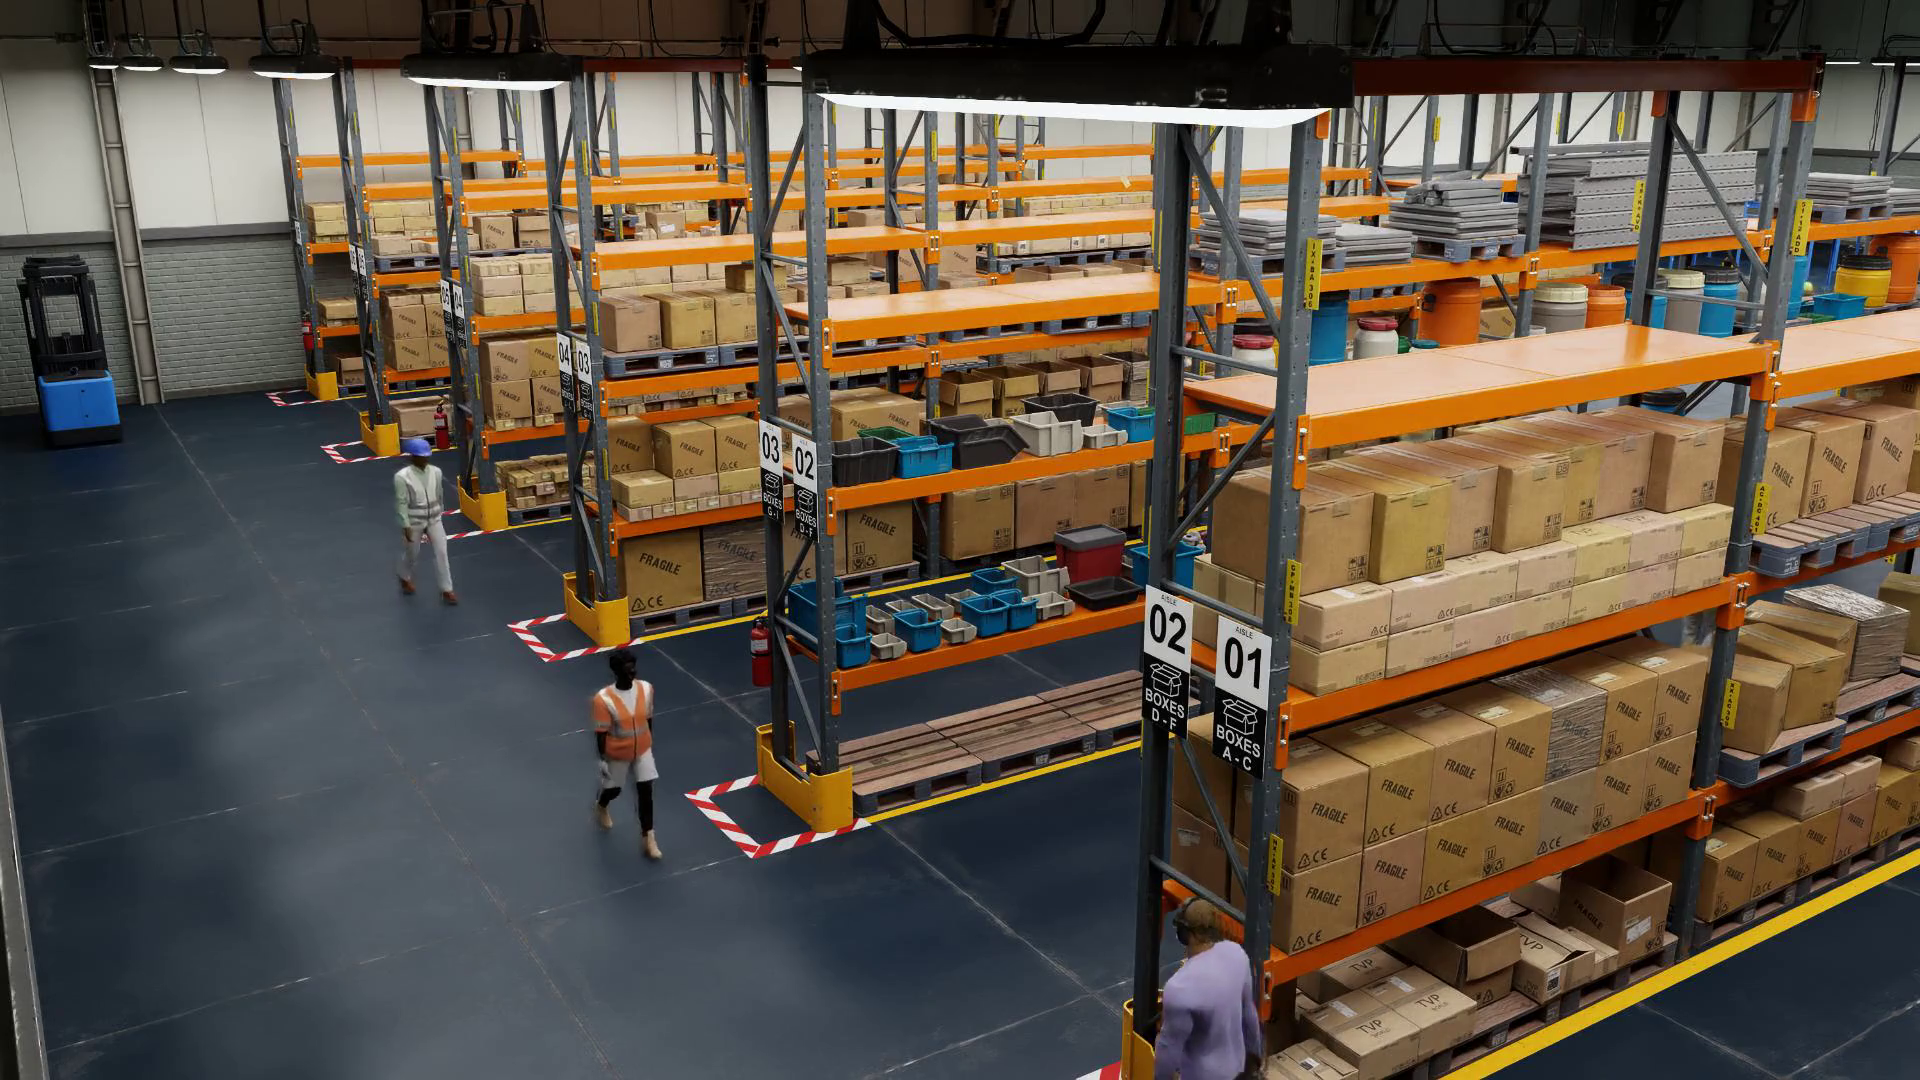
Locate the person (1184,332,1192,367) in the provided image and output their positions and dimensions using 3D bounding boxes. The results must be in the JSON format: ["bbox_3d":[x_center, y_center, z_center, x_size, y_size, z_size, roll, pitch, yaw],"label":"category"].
[{"bbox_3d":[3.442,-2.145,24.009,0.438,2.030,0.640,-5,18,-16],"label":"person"}]

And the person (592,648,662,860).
[{"bbox_3d":[-2.628,1.608,12.306,0.534,1.675,0.769,-13,21,-36],"label":"person"}]

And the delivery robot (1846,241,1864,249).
[{"bbox_3d":[27.904,-9.185,49.056,0.698,0.223,0.335,-6,18,-18],"label":"delivery robot"}]

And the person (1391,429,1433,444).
[{"bbox_3d":[6.279,-1.371,21.618,0.724,1.951,0.404,7,18,23],"label":"person"}]

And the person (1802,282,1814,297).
[{"bbox_3d":[16.853,-4.288,31.545,0.399,1.728,0.498,12,20,33],"label":"person"}]

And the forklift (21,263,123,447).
[{"bbox_3d":[-14.518,-3.079,25.708,1.129,2.768,1.873,-10,20,-31],"label":"forklift"}]

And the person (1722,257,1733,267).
[{"bbox_3d":[16.625,-5.223,34.368,0.518,1.874,0.327,7,18,23],"label":"person"}]

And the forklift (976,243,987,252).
[{"bbox_3d":[0.988,-5.474,34.718,1.214,2.155,2.313,-10,20,-31],"label":"forklift"}]

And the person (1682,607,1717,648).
[{"bbox_3d":[7.306,0.559,15.493,0.422,1.815,0.616,-13,21,-37],"label":"person"}]

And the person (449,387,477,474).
[{"bbox_3d":[-6.994,-1.399,22.243,0.541,1.613,0.455,13,21,37],"label":"person"}]

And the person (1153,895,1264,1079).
[{"bbox_3d":[1.296,2.755,8.262,1.146,1.859,0.691,13,22,37],"label":"person"}]

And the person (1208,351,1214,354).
[{"bbox_3d":[3.945,-2.175,24.788,0.513,1.616,0.524,11,20,33],"label":"person"}]

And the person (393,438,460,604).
[{"bbox_3d":[-6.163,-0.246,18.000,0.964,1.910,0.606,16,23,42],"label":"person"}]
